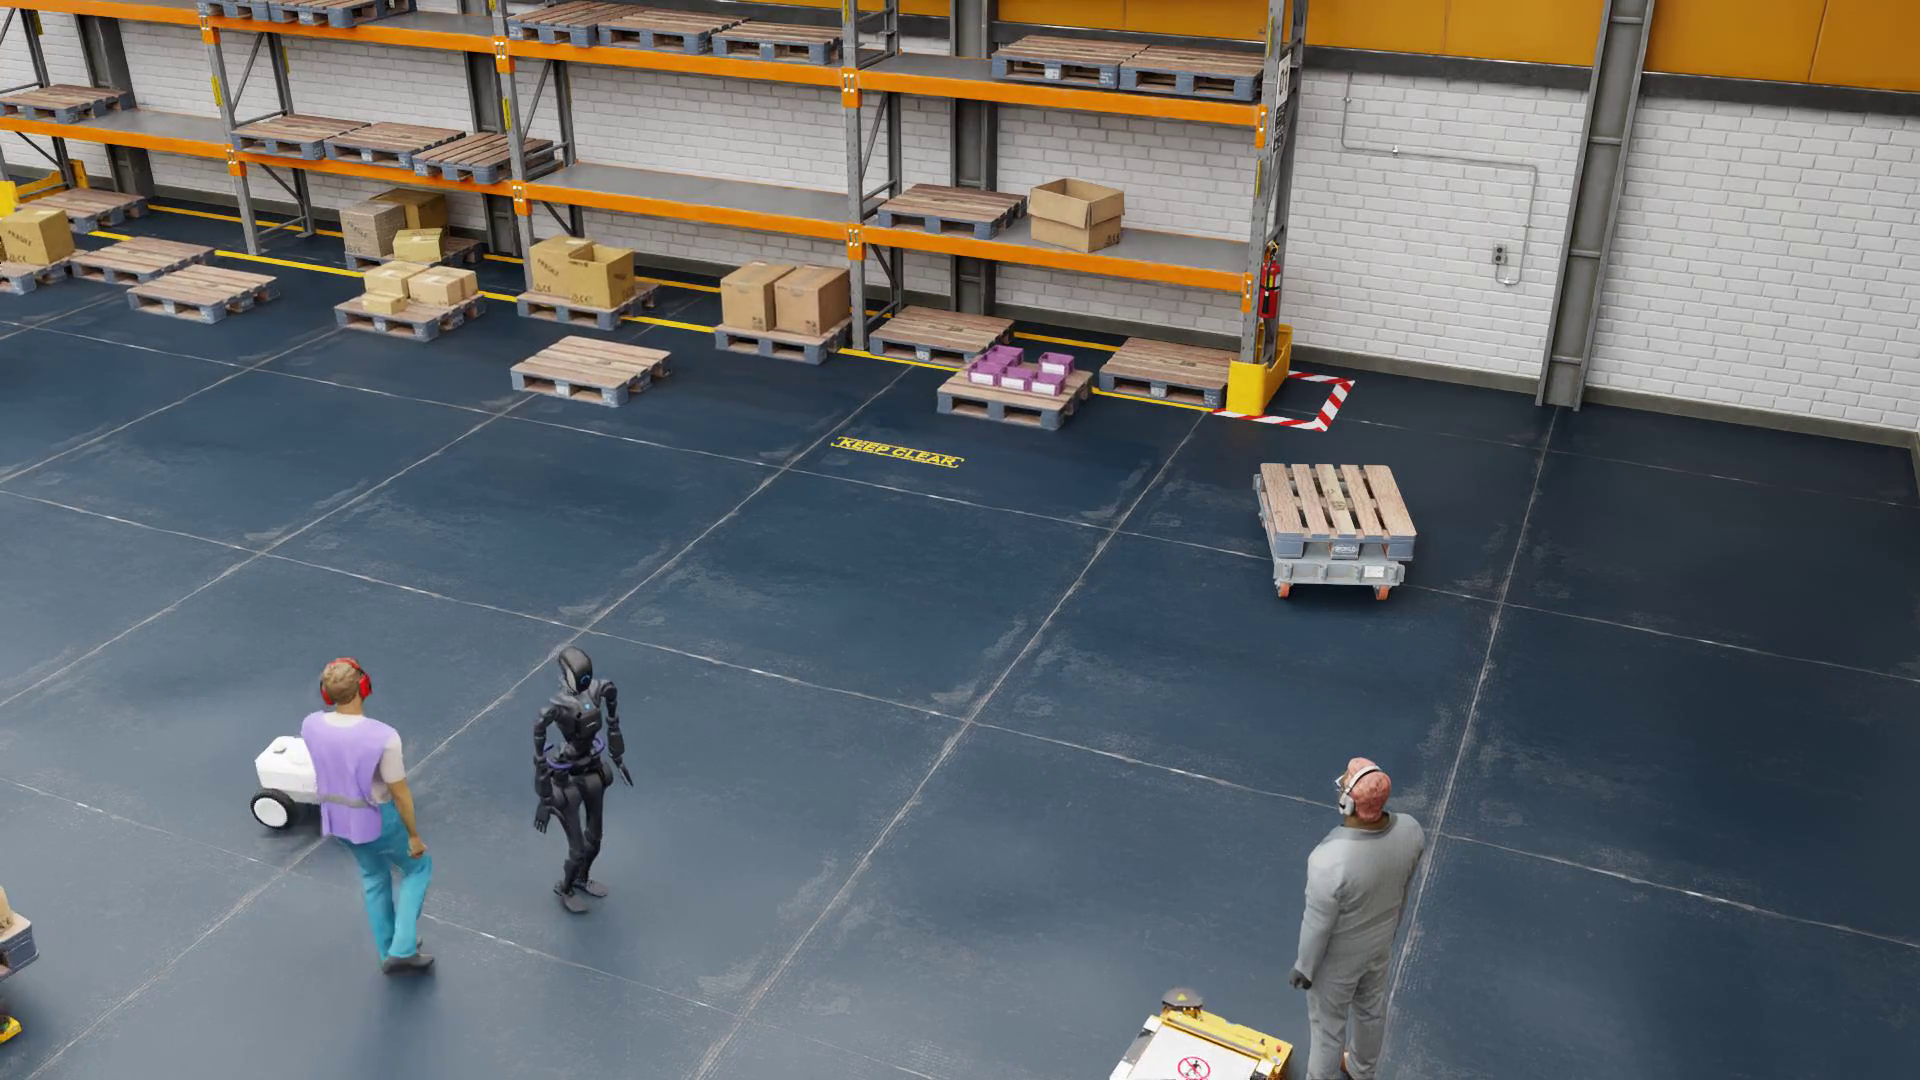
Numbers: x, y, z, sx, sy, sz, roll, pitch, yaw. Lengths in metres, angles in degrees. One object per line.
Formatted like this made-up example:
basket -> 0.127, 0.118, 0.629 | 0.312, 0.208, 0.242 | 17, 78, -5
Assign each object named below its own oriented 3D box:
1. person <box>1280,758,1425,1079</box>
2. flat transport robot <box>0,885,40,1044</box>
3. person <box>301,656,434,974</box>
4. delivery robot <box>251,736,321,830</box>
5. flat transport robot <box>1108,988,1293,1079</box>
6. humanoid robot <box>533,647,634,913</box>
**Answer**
person -> 1.759, 1.822, 7.613 | 0.639, 1.910, 0.405 | -16, 31, -28
flat transport robot -> -5.468, 2.345, 8.384 | 1.431, 0.231, 0.659 | 16, 31, 28
person -> -2.996, 1.441, 8.460 | 0.601, 1.811, 0.441 | 9, 29, 17
delivery robot -> -3.801, 1.414, 9.899 | 0.815, 0.614, 0.499 | 5, 28, 9
flat transport robot -> 0.997, 2.681, 7.733 | 0.659, 0.231, 1.431 | 15, 31, 26
humanoid robot -> -2.042, 1.270, 8.942 | 0.346, 1.645, 0.601 | 22, 34, 36
